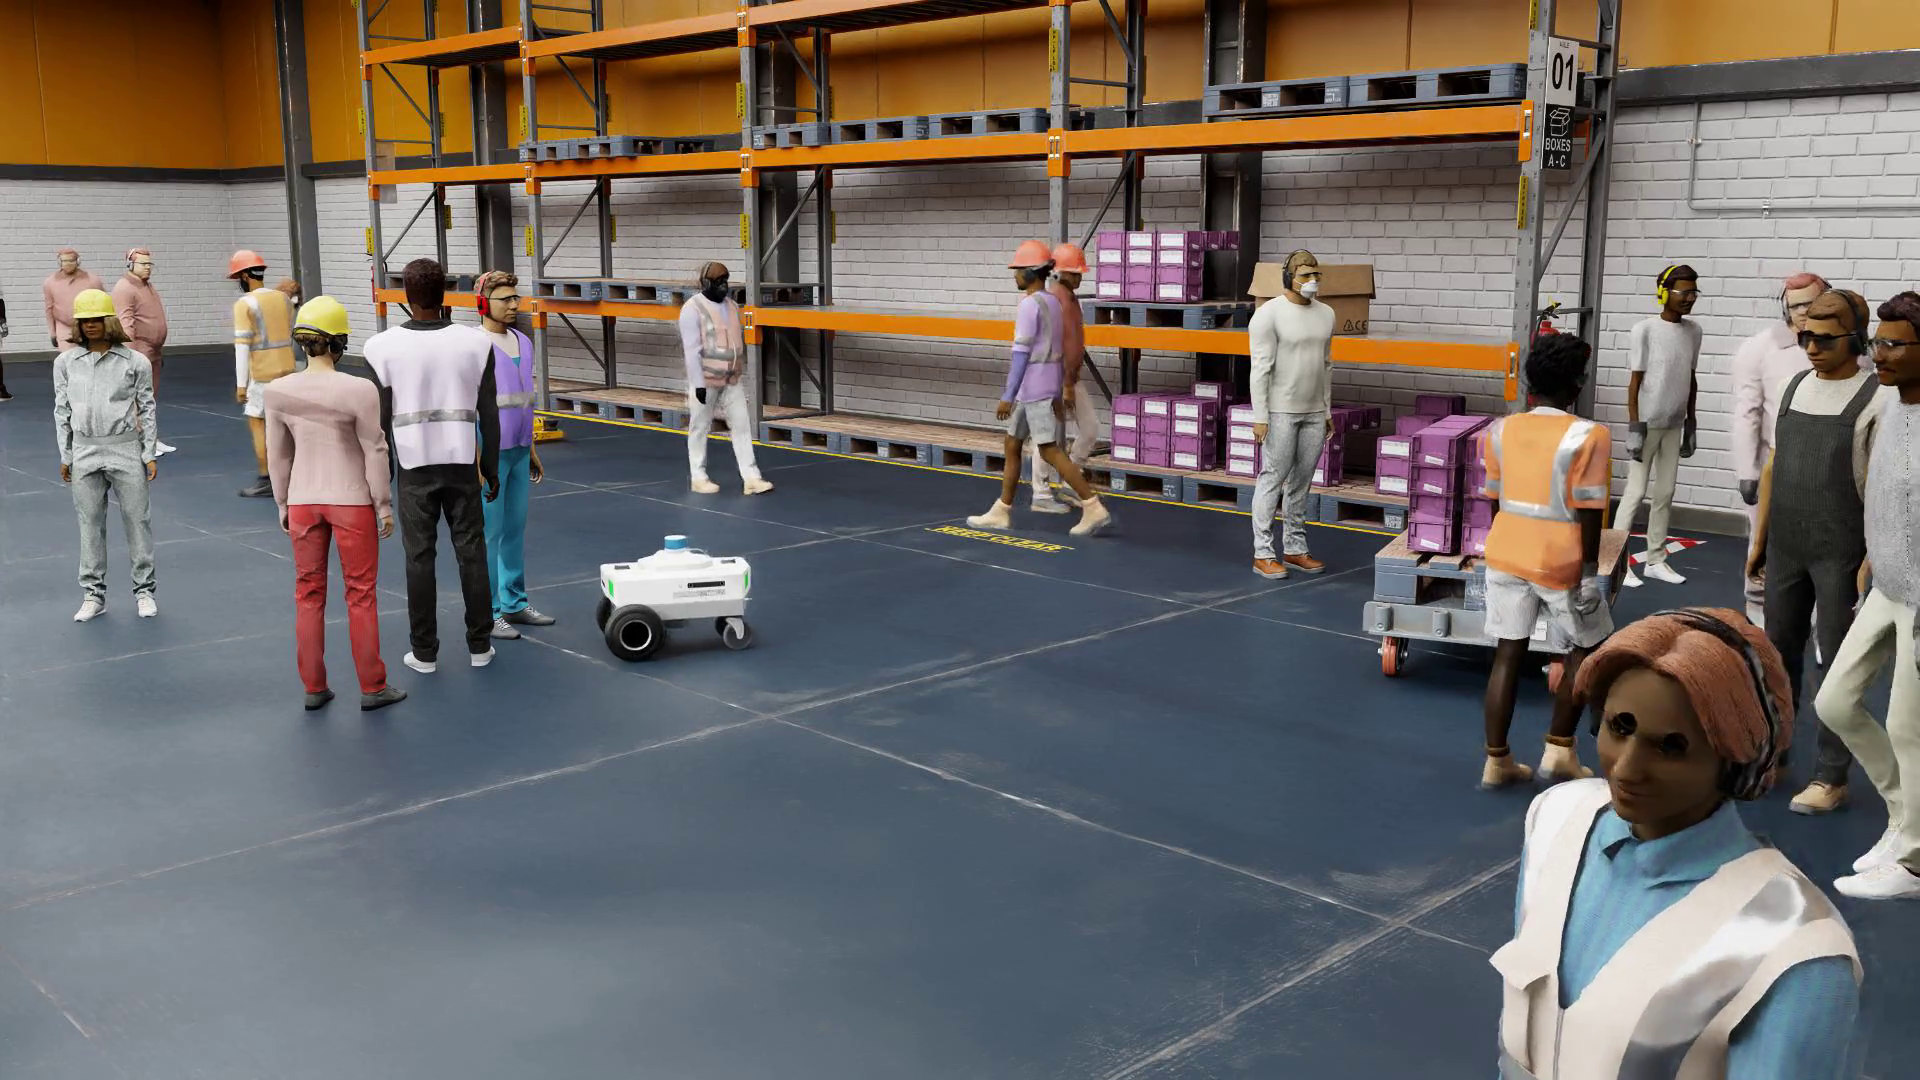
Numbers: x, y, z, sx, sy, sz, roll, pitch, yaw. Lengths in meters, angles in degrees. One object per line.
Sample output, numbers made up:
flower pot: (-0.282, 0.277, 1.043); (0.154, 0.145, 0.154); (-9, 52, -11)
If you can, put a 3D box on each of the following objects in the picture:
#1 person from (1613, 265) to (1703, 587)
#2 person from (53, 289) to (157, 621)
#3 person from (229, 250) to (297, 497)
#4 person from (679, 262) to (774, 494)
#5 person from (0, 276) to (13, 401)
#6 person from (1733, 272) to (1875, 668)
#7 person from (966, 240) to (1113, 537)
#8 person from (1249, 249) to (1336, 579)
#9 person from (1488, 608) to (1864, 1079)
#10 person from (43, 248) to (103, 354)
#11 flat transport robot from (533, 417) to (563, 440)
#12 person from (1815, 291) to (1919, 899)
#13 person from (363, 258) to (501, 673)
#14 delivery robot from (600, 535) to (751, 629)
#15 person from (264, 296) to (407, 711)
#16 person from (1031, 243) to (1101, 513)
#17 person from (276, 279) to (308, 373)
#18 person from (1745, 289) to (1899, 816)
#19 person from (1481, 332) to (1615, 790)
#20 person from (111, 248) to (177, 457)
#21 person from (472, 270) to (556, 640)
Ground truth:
person: (4.043, -0.651, 9.603); (0.509, 1.859, 0.347); (-4, 11, -19)
person: (-4.491, -0.443, 8.768); (0.485, 1.745, 0.296); (-3, 11, -16)
person: (-5.305, -1.287, 12.930); (0.582, 1.908, 0.757); (5, 11, 24)
person: (-1.815, -1.228, 12.873); (0.876, 1.803, 0.647); (8, 13, 36)
person: (-11.930, -2.657, 20.257); (0.604, 1.959, 0.377); (-3, 11, -15)
person: (4.067, -0.359, 8.038); (0.665, 1.856, 0.982); (2, 11, 12)
person: (0.565, -1.015, 11.218); (1.037, 2.001, 0.612); (3, 11, 15)
person: (1.980, -0.745, 9.883); (0.636, 1.938, 0.355); (-7, 12, -33)
person: (0.756, 0.867, 1.952); (0.394, 1.616, 0.543); (-3, 11, -15)
person: (-10.373, -2.488, 19.564); (0.651, 1.883, 0.811); (-5, 11, -25)
flat transport robot: (-4.650, -1.140, 16.589); (1.431, 0.197, 0.652); (9, 14, 41)
person: (2.847, 0.187, 5.008); (0.398, 1.860, 0.577); (1, 10, 4)
person: (-2.427, -0.335, 7.716); (0.591, 1.916, 0.392); (-5, 11, -25)
delivery robot: (-1.387, 0.221, 8.137); (0.707, 0.478, 0.477); (-3, 11, -17)
person: (-2.664, -0.144, 7.078); (0.523, 1.769, 0.314); (1, 10, 5)
person: (0.766, -1.149, 12.033); (0.614, 1.958, 0.618); (6, 12, 28)
person: (-6.408, -1.705, 16.062); (0.799, 1.596, 0.493); (9, 13, 39)
person: (3.015, 0.043, 5.857); (0.344, 1.840, 0.505); (-5, 12, -27)
person: (2.141, 0.090, 6.036); (0.531, 1.676, 0.546); (-7, 12, -32)
person: (-7.507, -1.725, 15.329); (0.399, 1.905, 0.643); (-1, 10, -5)
person: (-2.339, -0.434, 8.443); (0.389, 1.846, 0.566); (3, 11, 18)
